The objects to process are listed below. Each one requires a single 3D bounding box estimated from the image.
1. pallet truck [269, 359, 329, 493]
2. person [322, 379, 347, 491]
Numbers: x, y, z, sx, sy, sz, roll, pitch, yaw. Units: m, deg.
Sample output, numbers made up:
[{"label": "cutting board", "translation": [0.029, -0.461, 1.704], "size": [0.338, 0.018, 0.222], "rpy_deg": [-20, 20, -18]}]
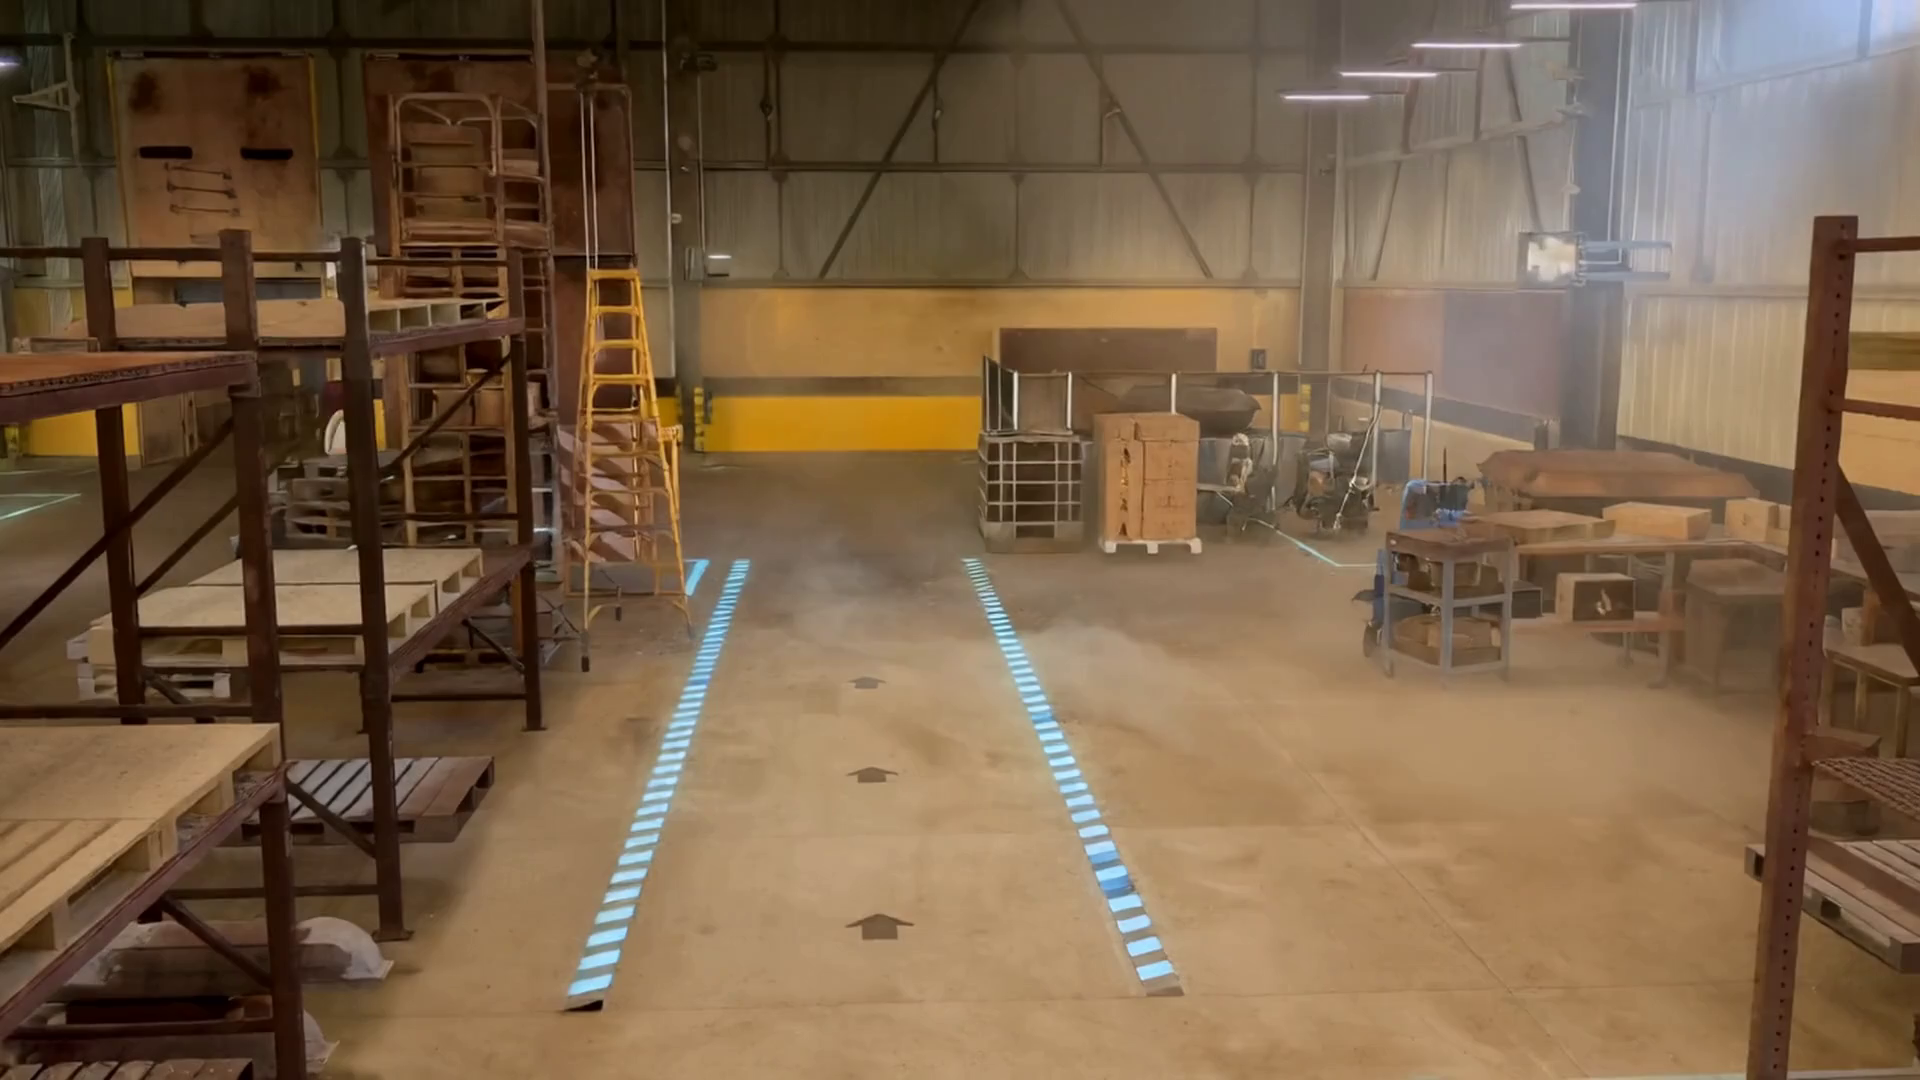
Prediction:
[{"label": "pallet truck", "translation": [-7.062, -1.131, 18.996], "size": [1.885, 1.965, 0.823], "rpy_deg": [2, 9, 13]}, {"label": "person", "translation": [-6.008, -0.664, 16.485], "size": [0.581, 1.869, 0.586], "rpy_deg": [-6, 11, -35]}]
